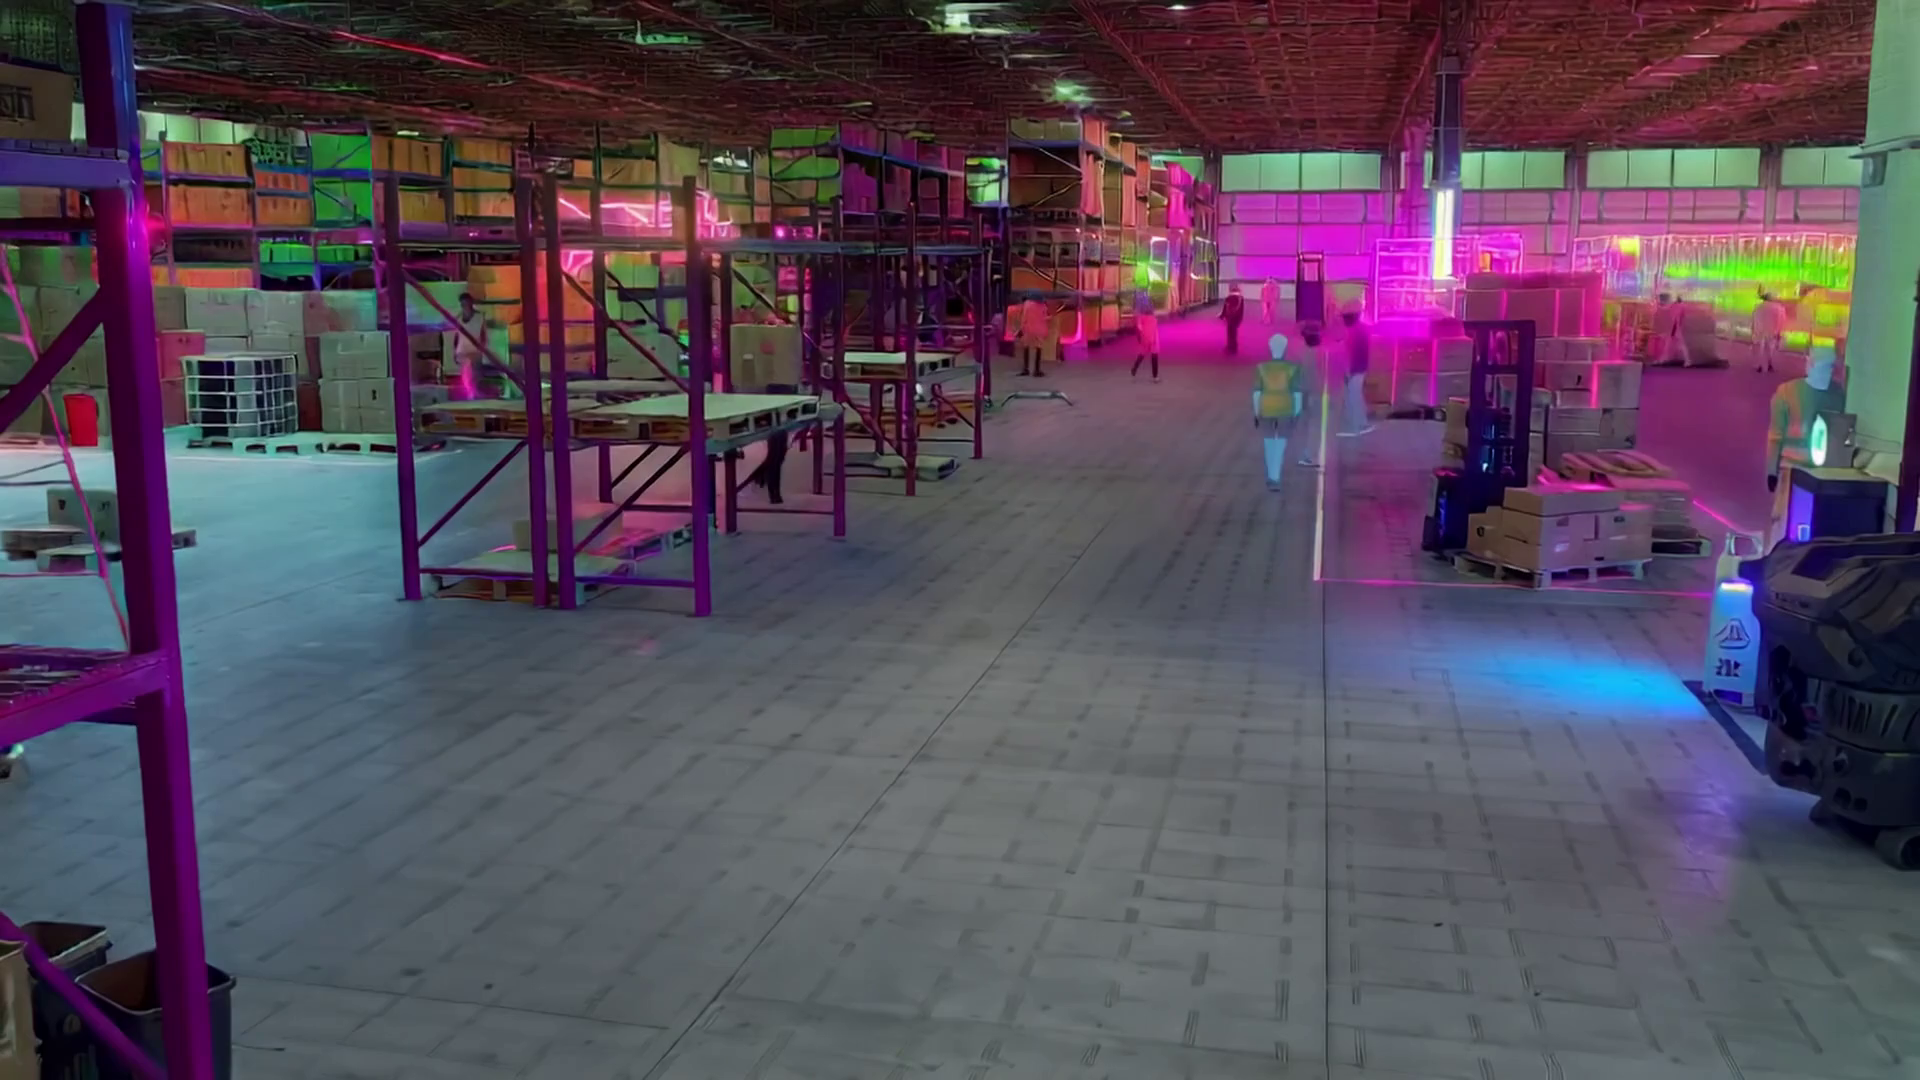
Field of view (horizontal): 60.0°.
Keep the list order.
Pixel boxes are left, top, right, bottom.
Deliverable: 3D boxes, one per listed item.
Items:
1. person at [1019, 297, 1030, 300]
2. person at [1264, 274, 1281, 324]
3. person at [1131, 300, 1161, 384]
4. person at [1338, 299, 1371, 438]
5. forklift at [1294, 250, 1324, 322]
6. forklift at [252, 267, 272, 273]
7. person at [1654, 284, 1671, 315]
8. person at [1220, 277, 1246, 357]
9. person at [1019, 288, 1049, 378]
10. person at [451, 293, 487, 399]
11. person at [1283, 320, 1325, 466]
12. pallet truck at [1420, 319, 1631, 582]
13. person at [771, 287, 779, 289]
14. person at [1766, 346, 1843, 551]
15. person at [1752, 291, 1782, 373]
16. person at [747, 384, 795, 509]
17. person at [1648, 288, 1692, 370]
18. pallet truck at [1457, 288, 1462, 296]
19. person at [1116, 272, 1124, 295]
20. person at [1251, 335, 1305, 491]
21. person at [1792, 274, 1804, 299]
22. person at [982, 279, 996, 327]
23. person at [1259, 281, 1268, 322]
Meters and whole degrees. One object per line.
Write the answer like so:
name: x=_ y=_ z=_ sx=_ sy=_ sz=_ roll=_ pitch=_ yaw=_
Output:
person: x=2.167 y=-7.467 z=53.921 sx=0.532 sy=1.698 sz=0.319 roll=-5 pitch=11 yaw=-27
person: x=11.918 y=-9.208 z=63.519 sx=0.627 sy=1.940 sz=0.372 roll=-1 pitch=10 yaw=-6
person: x=3.732 y=-3.972 z=33.306 sx=0.535 sy=1.663 sz=0.800 roll=-5 pitch=11 yaw=-26
person: x=5.491 y=-2.385 z=23.150 sx=0.381 sy=1.924 sz=0.593 roll=6 pitch=12 yaw=34
forklift: x=13.778 y=-10.002 z=65.433 sx=1.129 sy=2.768 sz=1.873 roll=2 pitch=10 yaw=12
forklift: x=-24.545 y=-8.883 z=58.807 sx=1.129 sy=2.768 sz=1.873 roll=2 pitch=10 yaw=12
person: x=22.434 y=-7.324 z=53.104 sx=0.535 sy=1.678 sz=0.665 roll=2 pitch=10 yaw=13
person: x=6.851 y=-5.663 z=42.222 sx=0.663 sy=2.000 sz=0.698 roll=7 pitch=12 yaw=37
person: x=1.523 y=-4.337 z=34.863 sx=0.693 sy=1.886 sz=0.379 roll=-6 pitch=11 yaw=-31
person: x=-8.040 y=-3.076 z=27.268 sx=0.592 sy=1.919 sz=0.392 roll=1 pitch=10 yaw=7
person: x=4.094 y=-1.740 z=19.856 sx=0.475 sy=1.756 sz=0.534 roll=2 pitch=10 yaw=14
pallet truck: x=4.543 y=-0.757 z=13.299 sx=0.823 sy=1.965 sz=1.885 roll=-4 pitch=10 yaw=-22
person: x=-7.588 y=-9.739 z=66.744 sx=0.685 sy=1.908 sz=0.521 roll=-5 pitch=11 yaw=-25
person: x=6.254 y=-0.498 z=12.224 sx=0.619 sy=1.845 sz=0.430 roll=1 pitch=10 yaw=7
person: x=17.642 y=-4.546 z=36.365 sx=0.613 sy=1.797 sz=0.795 roll=3 pitch=10 yaw=18
person: x=-1.904 y=-1.207 z=16.534 sx=0.728 sy=1.822 sz=0.505 roll=9 pitch=13 yaw=44
person: x=16.027 y=-4.726 z=37.333 sx=0.974 sy=1.817 sz=0.544 roll=2 pitch=10 yaw=12
pallet truck: x=20.506 y=-9.785 z=68.819 sx=0.653 sy=1.274 sz=1.630 roll=2 pitch=10 yaw=12
person: x=8.171 y=-12.891 z=85.299 sx=0.406 sy=1.945 sz=0.615 roll=-6 pitch=11 yaw=-33
person: x=3.449 y=-1.377 z=17.964 sx=0.544 sy=1.662 sz=0.788 roll=5 pitch=11 yaw=28
person: x=35.796 y=-10.430 z=70.999 sx=1.023 sy=1.855 sz=0.663 roll=5 pitch=11 yaw=25
person: x=0.811 y=-7.424 z=53.155 sx=0.658 sy=1.873 sz=0.553 roll=0 pitch=10 yaw=0
person: x=12.130 y=-9.450 z=65.889 sx=0.514 sy=1.617 sz=0.528 roll=6 pitch=11 yaw=33
